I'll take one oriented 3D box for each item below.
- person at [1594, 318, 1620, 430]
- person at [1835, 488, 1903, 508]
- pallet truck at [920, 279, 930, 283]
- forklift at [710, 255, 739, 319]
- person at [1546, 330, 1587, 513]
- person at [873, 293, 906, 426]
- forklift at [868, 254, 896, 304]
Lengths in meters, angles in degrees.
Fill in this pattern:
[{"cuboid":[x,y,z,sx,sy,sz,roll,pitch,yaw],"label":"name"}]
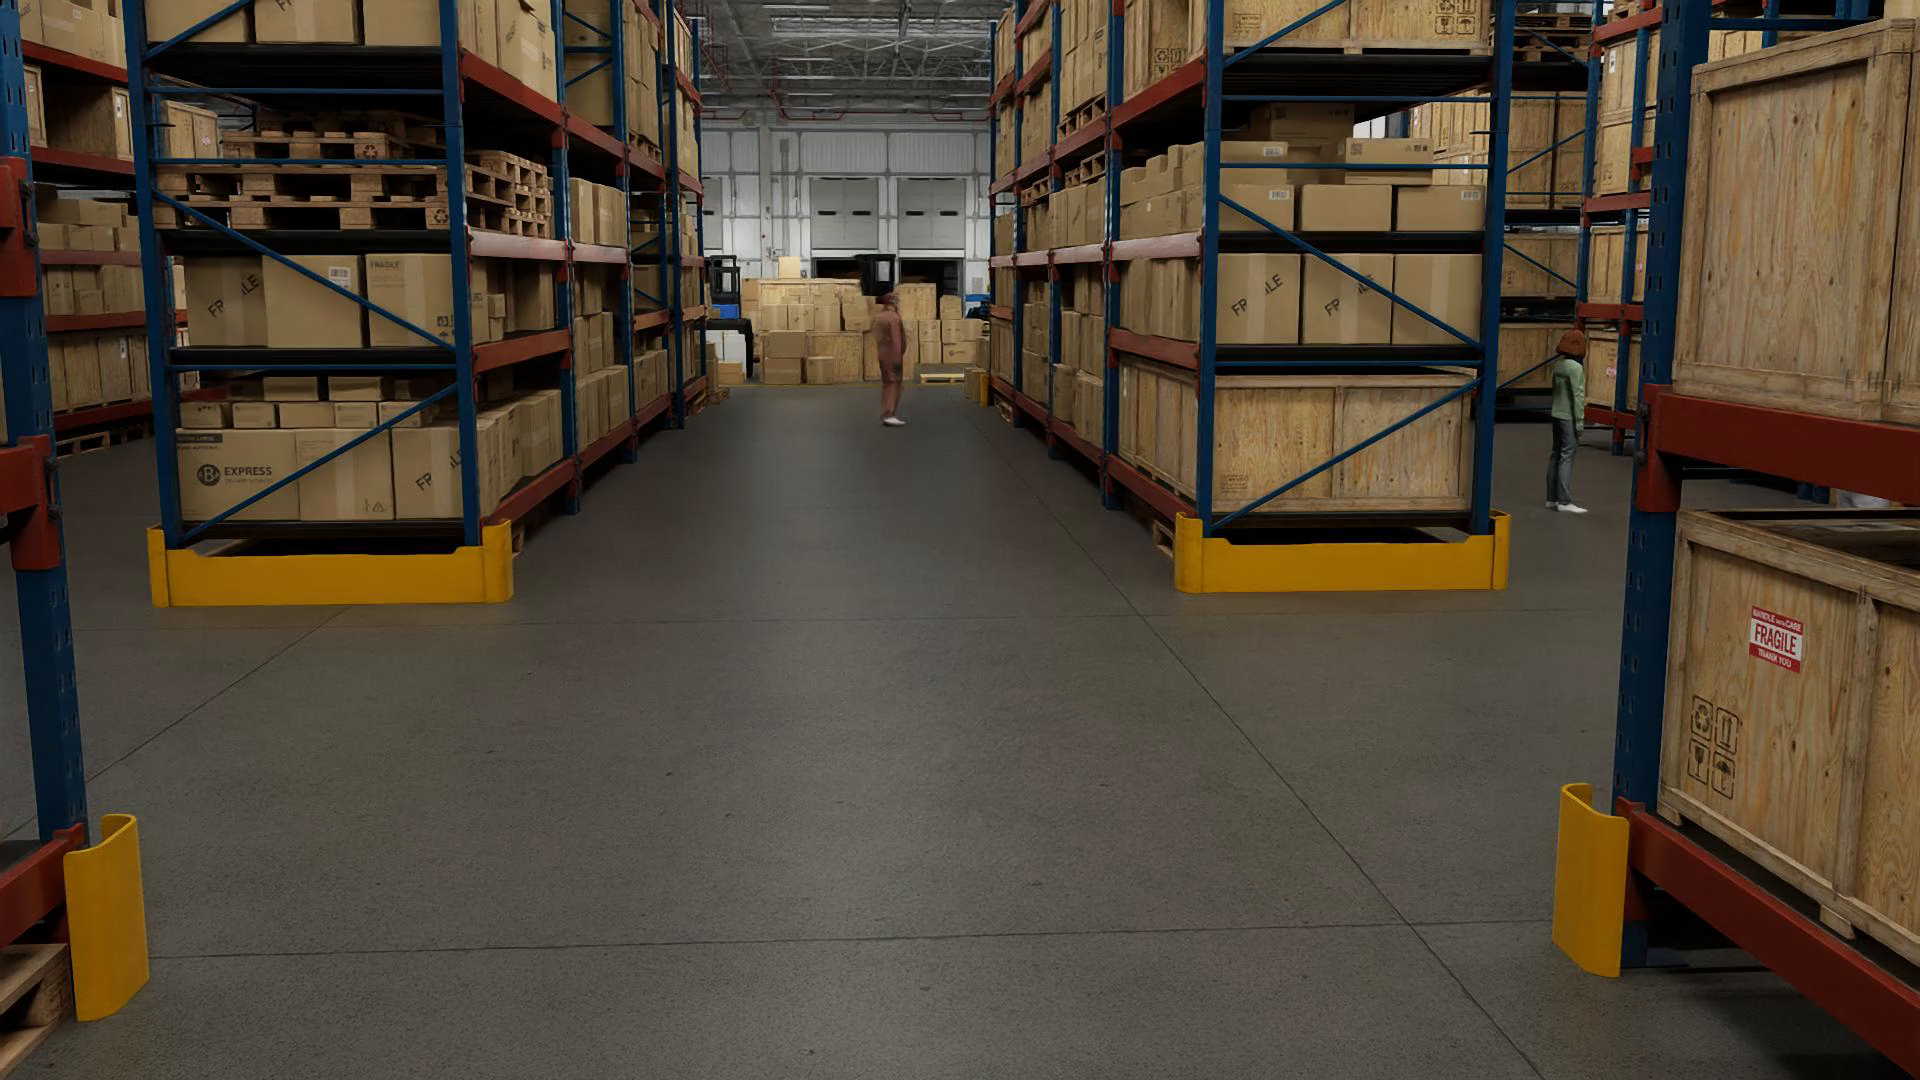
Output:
[{"cuboid":[8.901,-2.321,22.790,0.308,1.641,0.517,-1,9,-4],"label":"person"},{"cuboid":[5.055,-0.274,9.286,0.387,1.846,0.566,-1,9,-4],"label":"person"},{"cuboid":[-0.932,-8.922,63.114,1.885,1.965,0.823,2,9,13],"label":"pallet truck"},{"cuboid":[-8.368,-8.713,59.038,1.129,2.768,1.873,-1,9,-4],"label":"forklift"},{"cuboid":[5.451,-1.060,14.891,0.280,1.633,0.502,-1,9,-4],"label":"person"},{"cuboid":[-0.972,-2.537,23.461,0.448,1.863,0.761,-5,10,-26],"label":"person"},{"cuboid":[-2.602,-8.190,55.759,1.129,2.768,1.873,-5,11,-30],"label":"forklift"}]
